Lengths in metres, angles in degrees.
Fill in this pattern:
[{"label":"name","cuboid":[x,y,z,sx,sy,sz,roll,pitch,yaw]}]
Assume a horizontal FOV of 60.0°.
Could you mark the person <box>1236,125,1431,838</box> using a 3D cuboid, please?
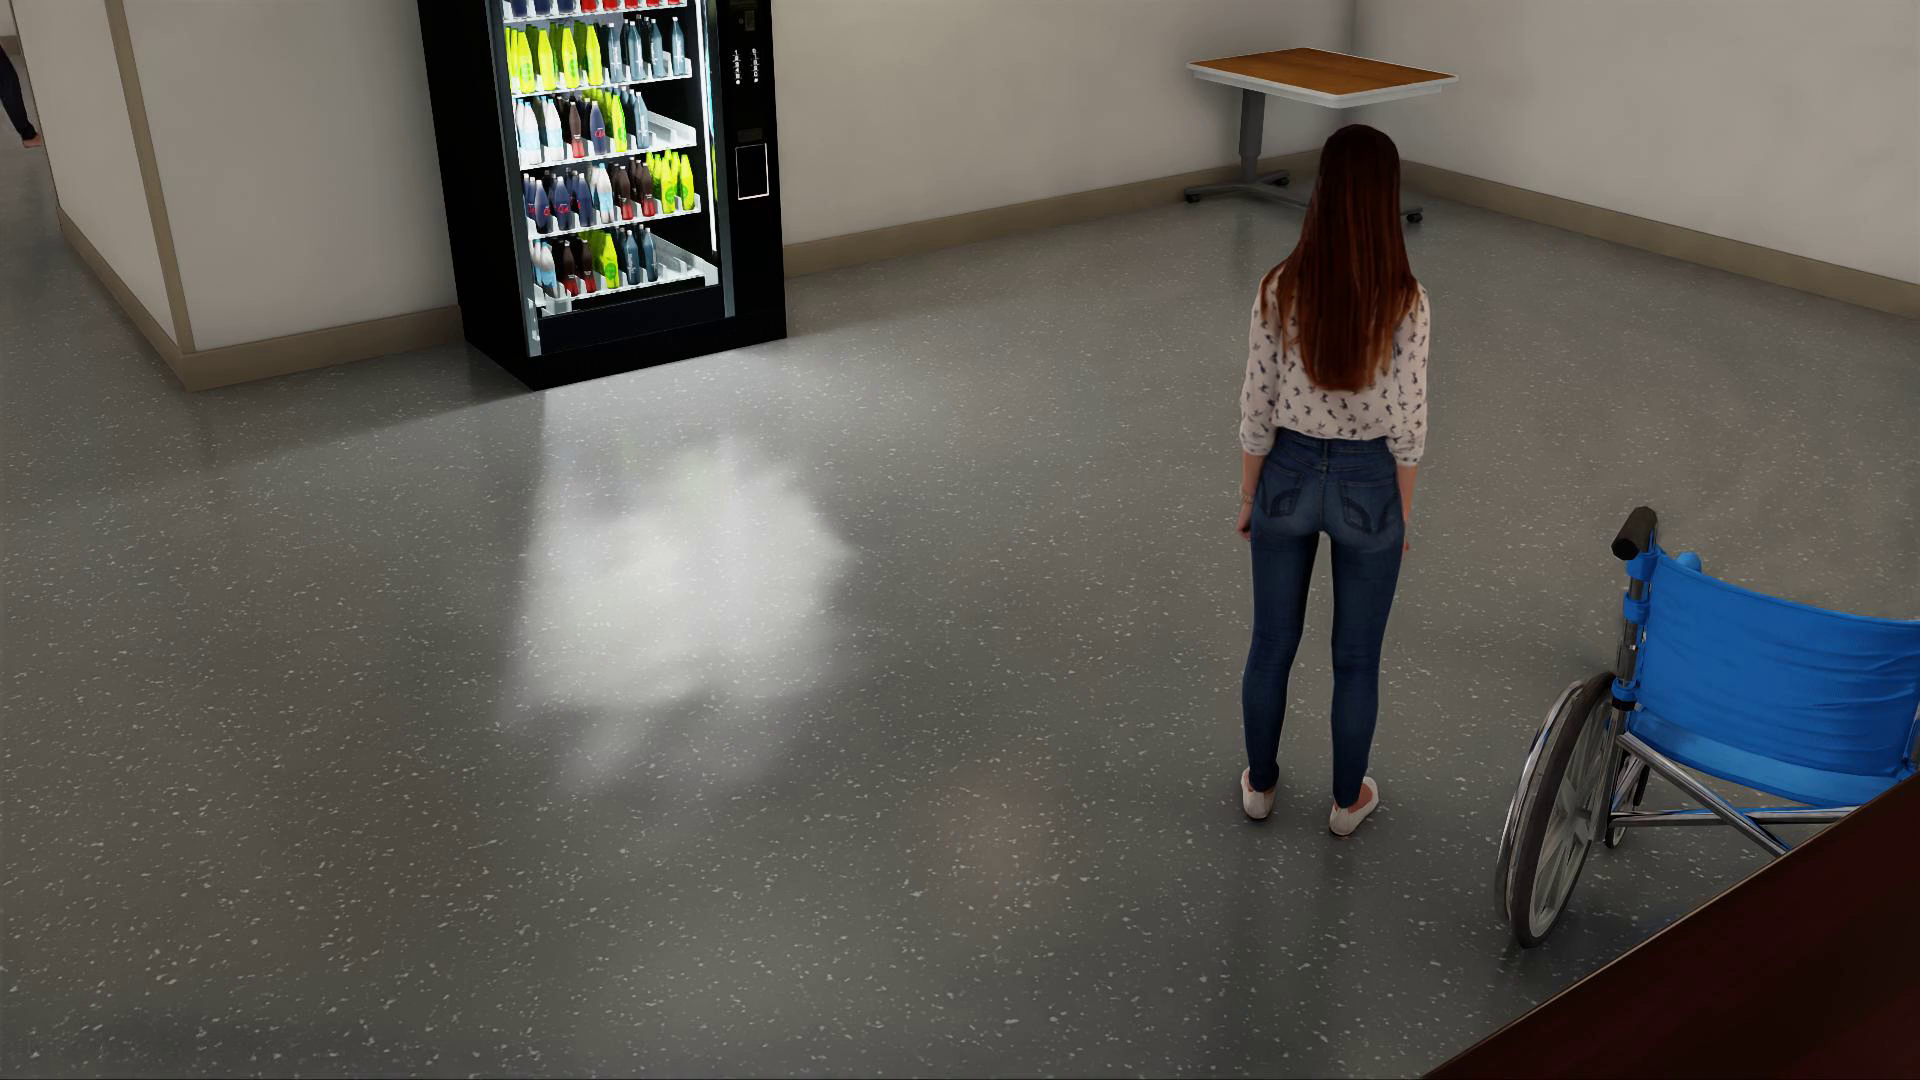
[{"label":"person","cuboid":[0.859,-0.094,3.890,0.652,1.726,0.672,10,27,20]}]
